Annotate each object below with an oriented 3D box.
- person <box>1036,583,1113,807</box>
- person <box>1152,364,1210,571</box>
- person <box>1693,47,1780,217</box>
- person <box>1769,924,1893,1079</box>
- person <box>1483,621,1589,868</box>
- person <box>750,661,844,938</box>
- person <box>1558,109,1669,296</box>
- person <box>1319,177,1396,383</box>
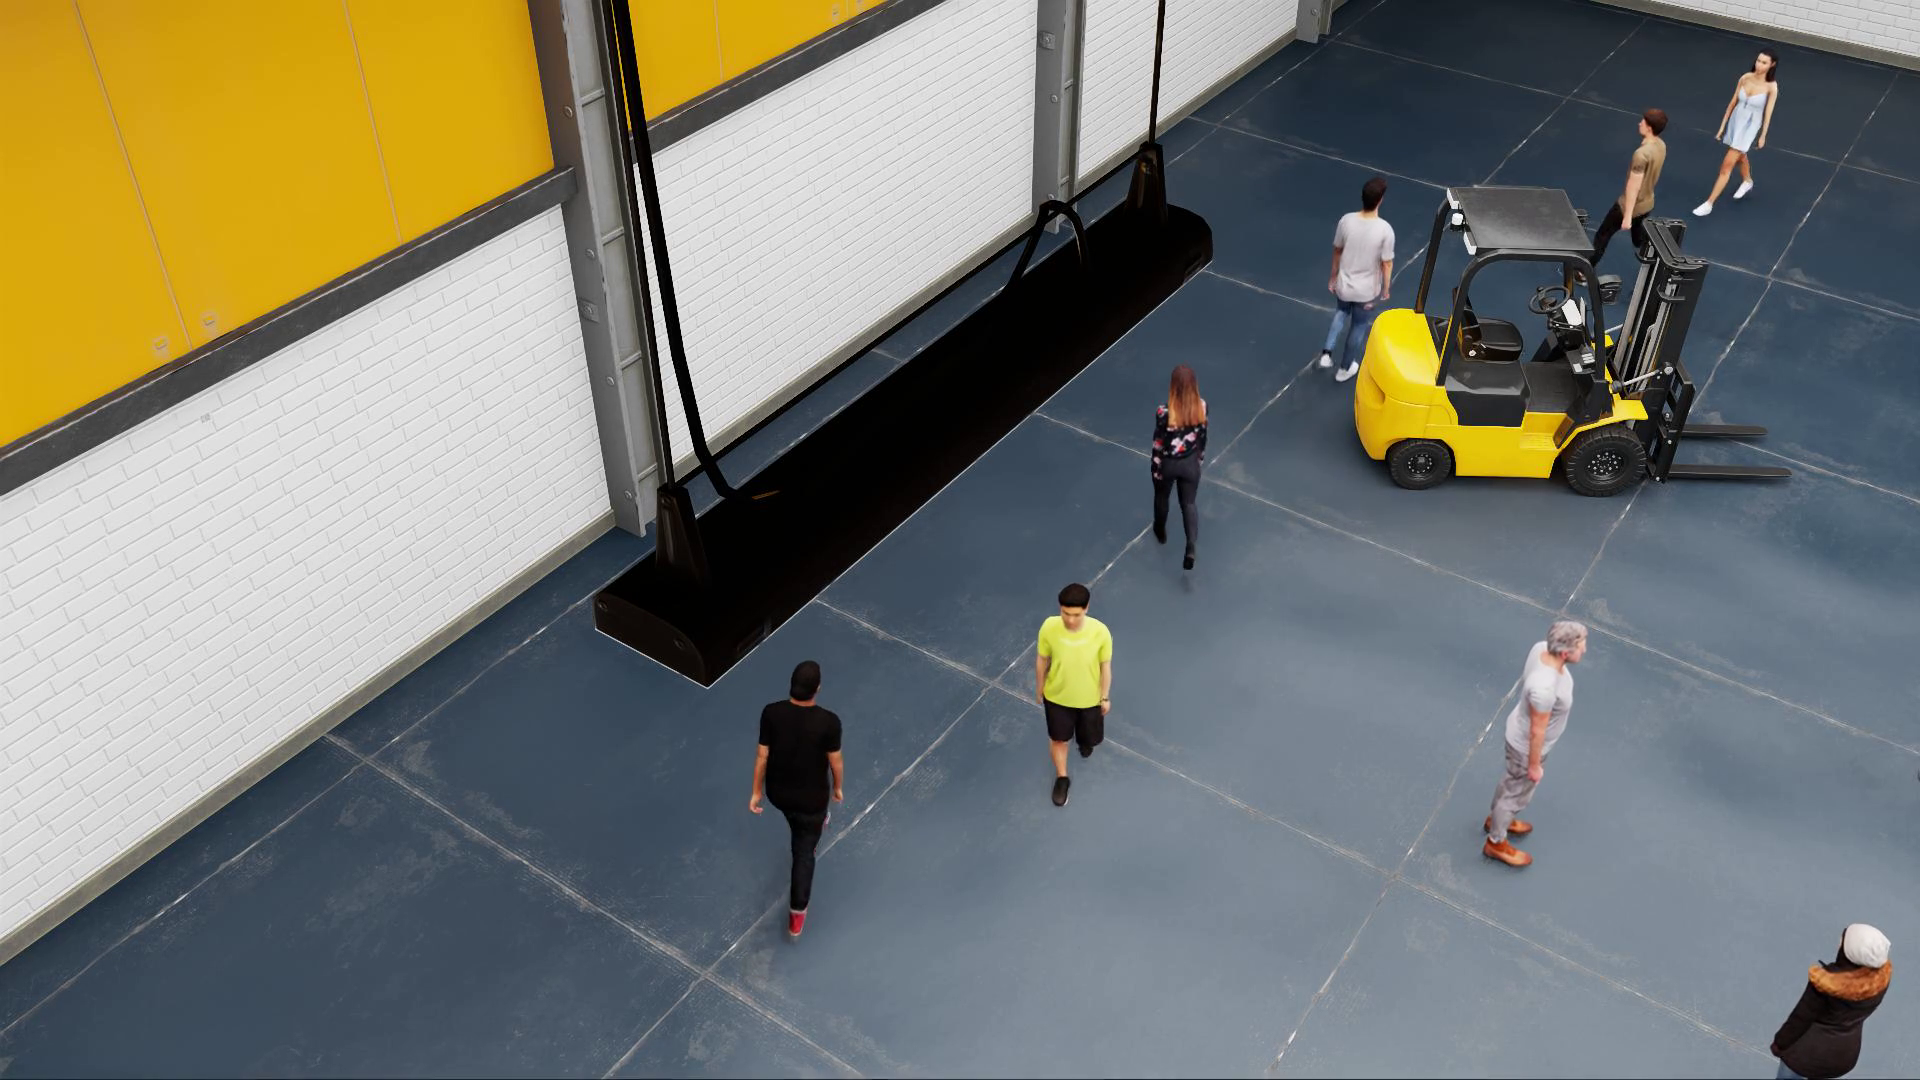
[{"bbox_3d":[0.719,0.894,10.413,0.842,1.697,0.960,5,39,7],"label":"person"},{"bbox_3d":[1.627,-0.521,12.211,0.957,1.664,1.035,-6,39,-7],"label":"person"},{"bbox_3d":[7.915,-4.117,16.694,1.239,1.688,0.873,-23,44,-26],"label":"person"},{"bbox_3d":[4.369,2.528,8.419,0.715,1.631,0.778,-7,39,-9],"label":"person"},{"bbox_3d":[3.392,1.190,9.941,0.809,1.823,0.628,12,40,15],"label":"person"},{"bbox_3d":[-0.961,1.535,9.618,0.947,1.688,1.261,8,39,9],"label":"person"},{"bbox_3d":[6.260,-3.016,15.221,0.856,1.806,1.215,30,47,32],"label":"person"},{"bbox_3d":[3.332,-2.144,14.072,0.694,1.877,0.700,26,46,29],"label":"person"}]
